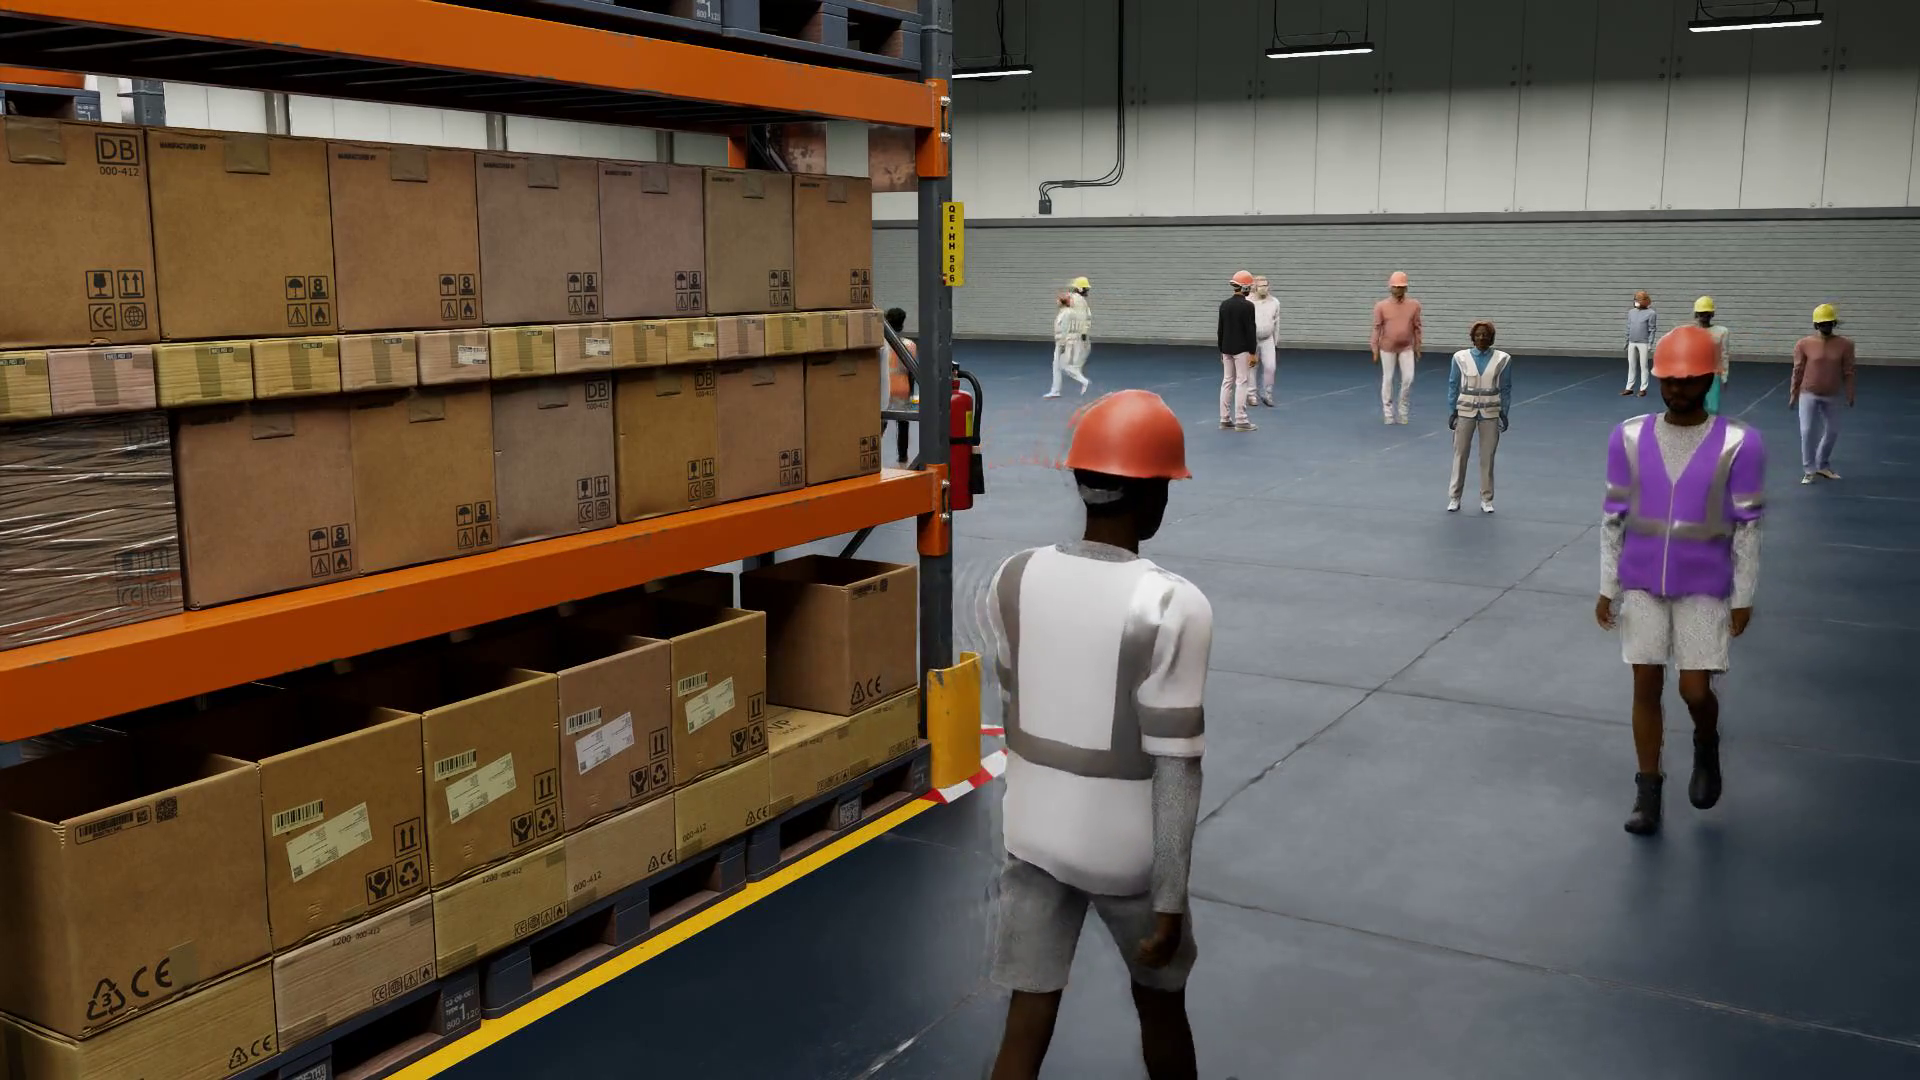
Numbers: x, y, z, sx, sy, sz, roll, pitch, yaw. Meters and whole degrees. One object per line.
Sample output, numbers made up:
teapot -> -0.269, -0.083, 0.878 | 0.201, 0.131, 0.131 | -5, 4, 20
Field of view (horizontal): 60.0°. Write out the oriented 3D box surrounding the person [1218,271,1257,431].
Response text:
person -> 3.491, -2.362, 20.805 | 0.397, 1.992, 0.623 | -6, 12, -32

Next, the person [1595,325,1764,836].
person -> 2.704, 0.152, 6.280 | 0.551, 1.924, 0.508 | 7, 12, 36

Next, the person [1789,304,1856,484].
person -> 8.270, -1.404, 15.986 | 0.567, 1.731, 0.616 | 2, 10, 13

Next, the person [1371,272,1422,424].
person -> 5.621, -2.449, 21.366 | 0.663, 1.969, 0.648 | 0, 10, 3

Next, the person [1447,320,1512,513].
person -> 4.416, -1.051, 14.162 | 0.515, 1.641, 0.314 | 3, 10, 16

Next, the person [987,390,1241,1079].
person -> 0.338, 0.620, 3.631 | 0.571, 1.885, 0.965 | 7, 12, 35

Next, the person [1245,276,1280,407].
person -> 4.341, -2.860, 24.037 | 0.647, 1.882, 0.660 | -1, 10, -5

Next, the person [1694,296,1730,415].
person -> 8.041, -1.769, 18.050 | 0.534, 1.753, 0.483 | 2, 10, 12

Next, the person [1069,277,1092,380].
person -> 2.130, -3.688, 29.098 | 0.469, 1.808, 0.617 | 0, 10, -2

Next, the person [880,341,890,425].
person -> -0.939, -1.242, 14.863 | 0.600, 1.784, 0.926 | -2, 10, -10

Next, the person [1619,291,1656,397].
person -> 10.550, -3.043, 25.846 | 0.279, 1.633, 0.499 | -6, 11, -32

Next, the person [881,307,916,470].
person -> -0.693, -1.466, 16.473 | 0.533, 1.677, 0.676 | 3, 10, 18

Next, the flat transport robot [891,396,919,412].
flat transport robot -> -0.692, -1.865, 22.935 | 1.431, 0.197, 0.652 | -3, 10, -19

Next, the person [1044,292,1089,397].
person -> 1.634, -2.992, 25.556 | 0.623, 1.621, 0.522 | -2, 10, -11
